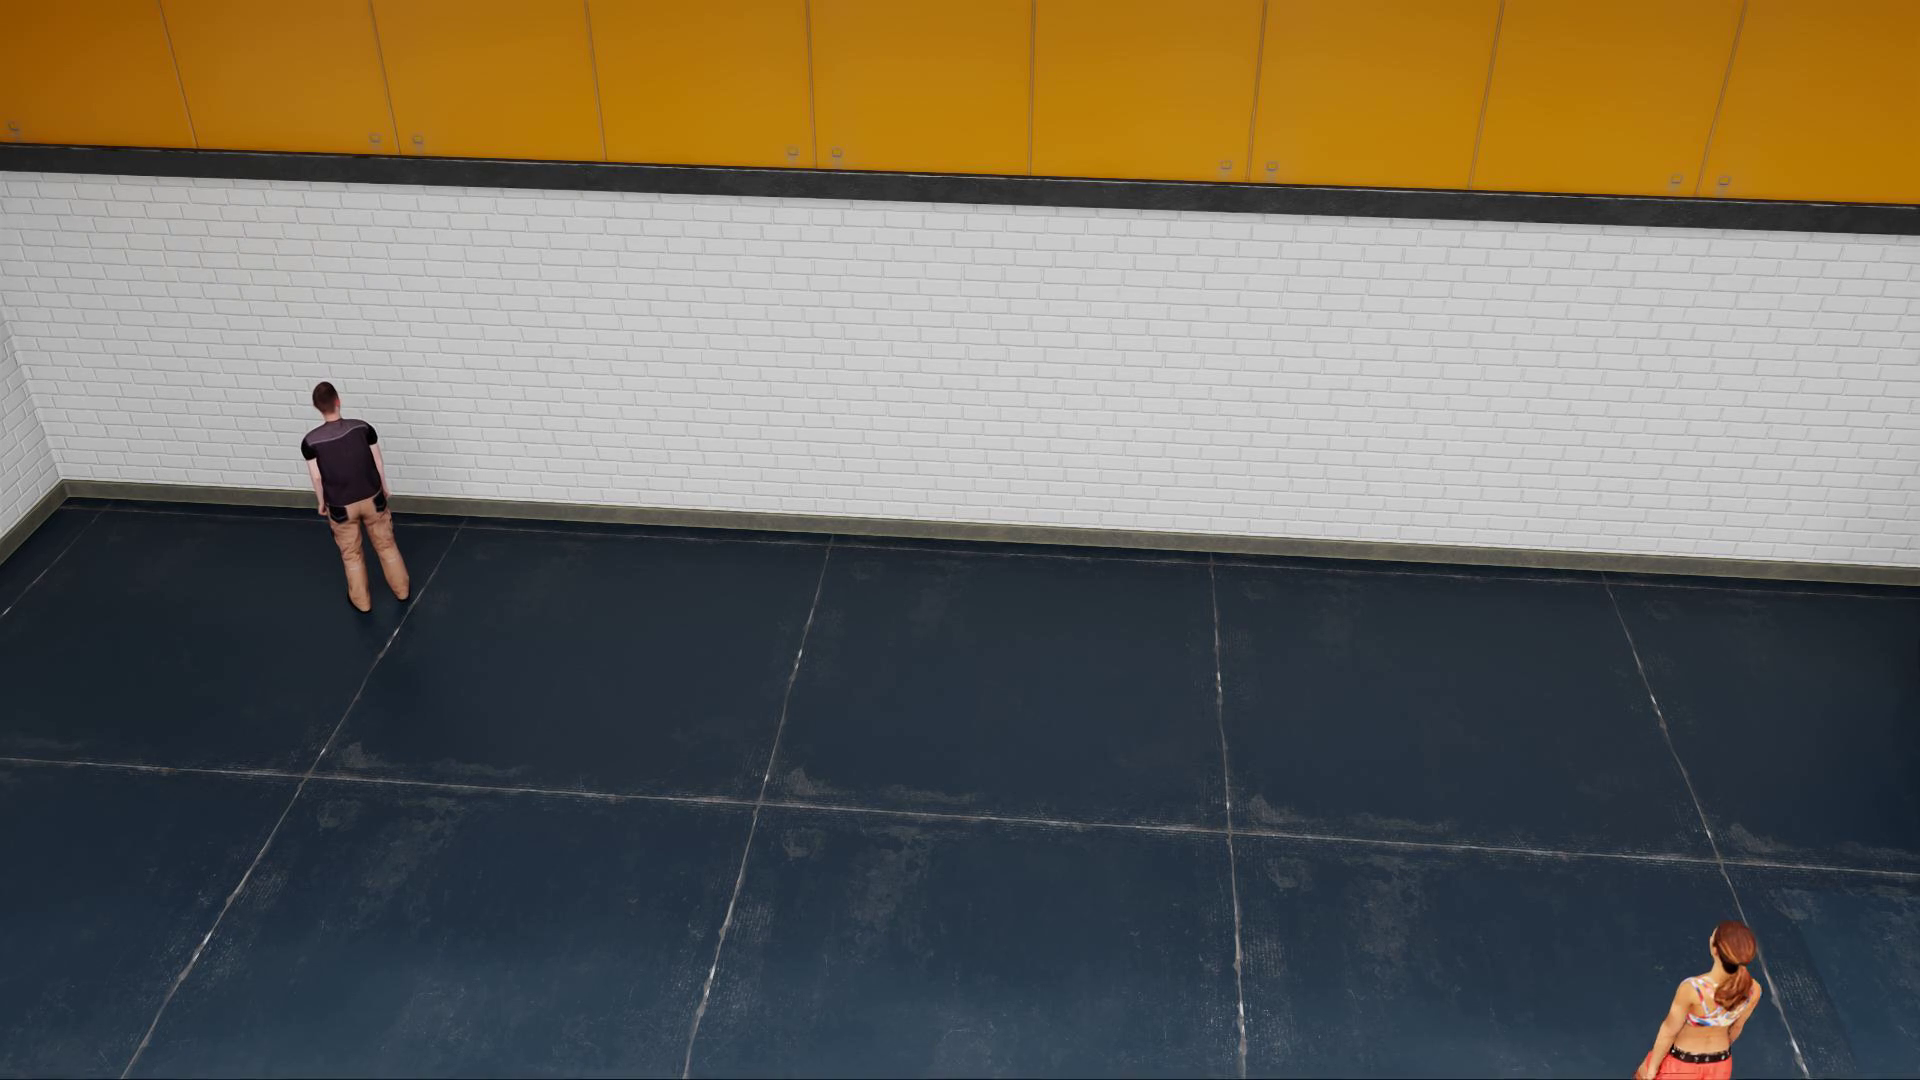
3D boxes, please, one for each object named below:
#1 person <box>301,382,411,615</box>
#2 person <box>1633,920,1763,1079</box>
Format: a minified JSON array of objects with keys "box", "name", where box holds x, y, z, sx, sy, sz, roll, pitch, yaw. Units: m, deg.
[{"box":[-4.383,-0.305,12.024,0.780,1.842,0.792,-16,37,-23],"name":"person"},{"box":[3.460,2.534,7.808,0.596,1.781,0.653,0,34,0],"name":"person"}]
